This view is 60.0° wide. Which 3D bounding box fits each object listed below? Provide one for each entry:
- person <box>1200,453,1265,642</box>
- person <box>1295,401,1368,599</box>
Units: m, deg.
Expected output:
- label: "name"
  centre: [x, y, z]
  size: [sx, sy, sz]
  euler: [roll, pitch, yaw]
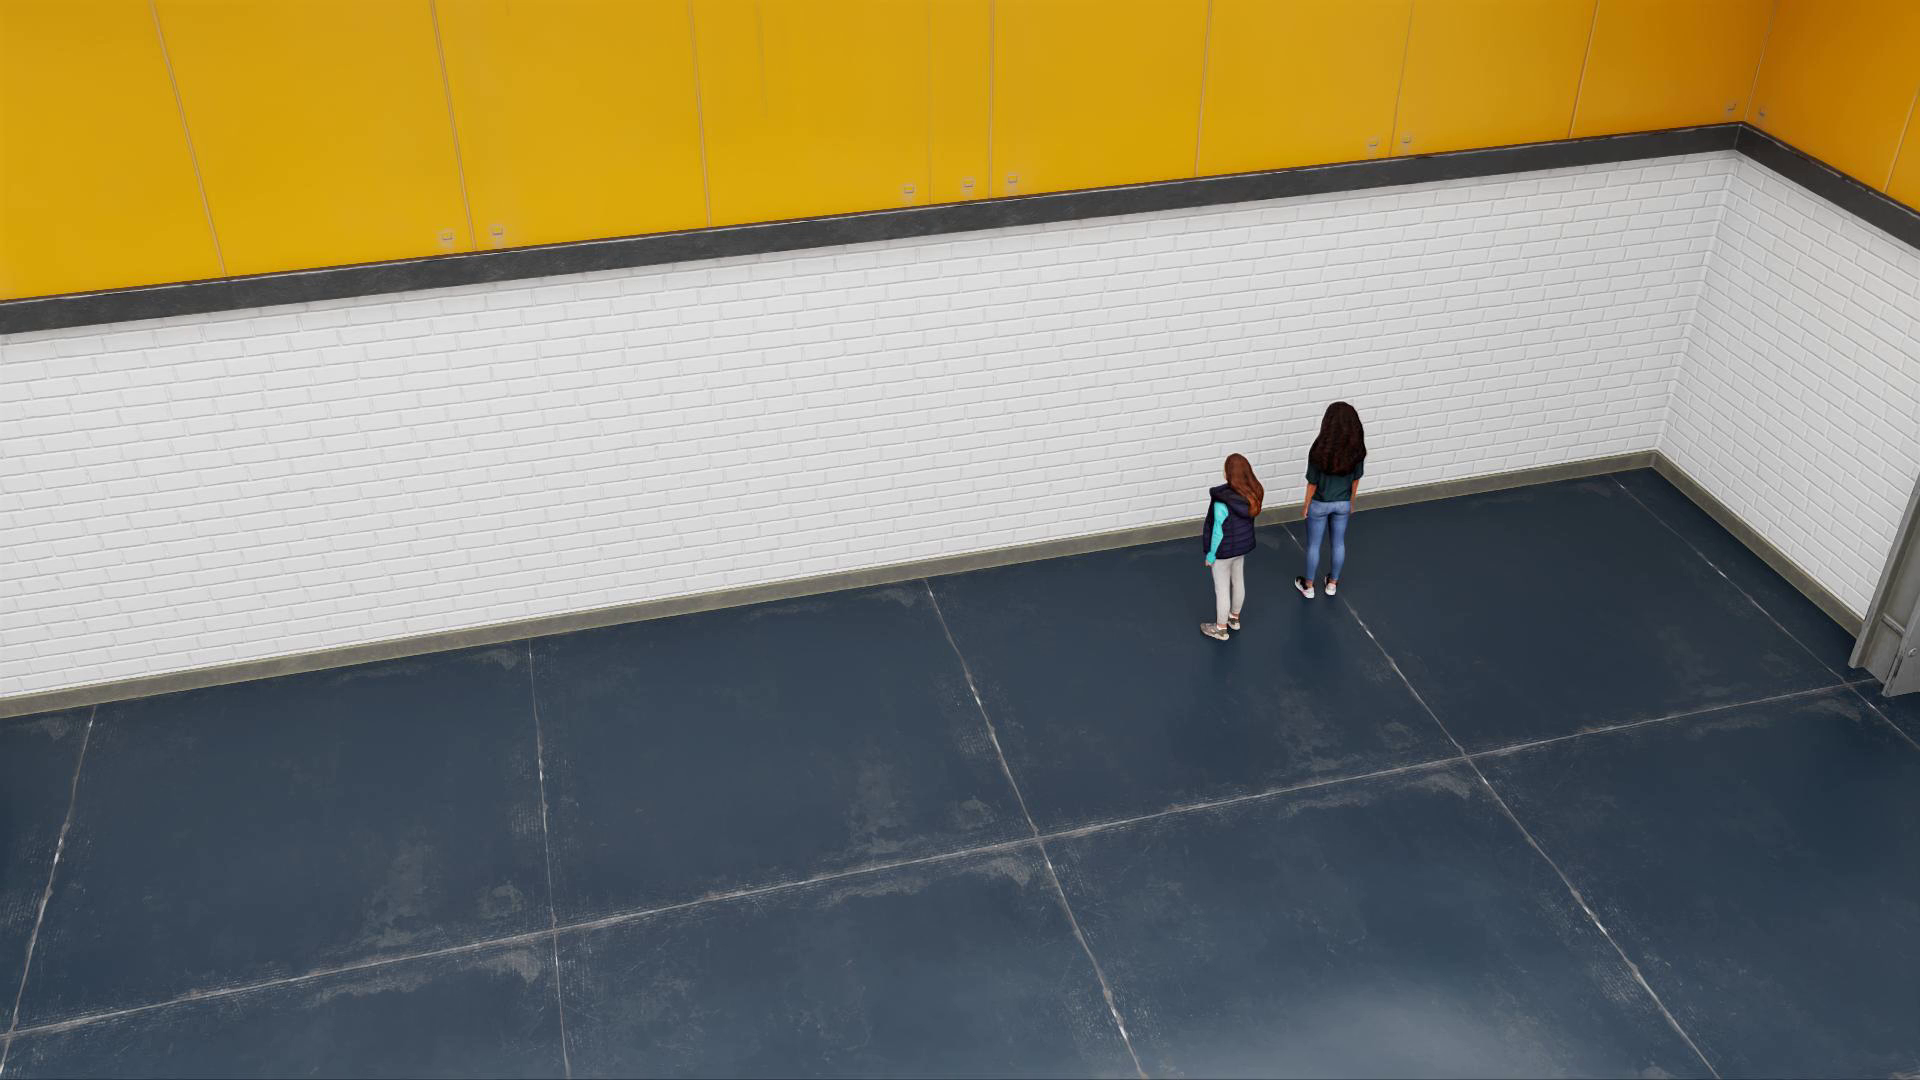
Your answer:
- label: "person"
  centre: [1.937, 0.042, 11.895]
  size: [0.672, 1.500, 0.707]
  euler: [-28, 43, -35]
- label: "person"
  centre: [2.732, -0.290, 12.290]
  size: [0.633, 1.616, 0.637]
  euler: [-3, 34, -5]
